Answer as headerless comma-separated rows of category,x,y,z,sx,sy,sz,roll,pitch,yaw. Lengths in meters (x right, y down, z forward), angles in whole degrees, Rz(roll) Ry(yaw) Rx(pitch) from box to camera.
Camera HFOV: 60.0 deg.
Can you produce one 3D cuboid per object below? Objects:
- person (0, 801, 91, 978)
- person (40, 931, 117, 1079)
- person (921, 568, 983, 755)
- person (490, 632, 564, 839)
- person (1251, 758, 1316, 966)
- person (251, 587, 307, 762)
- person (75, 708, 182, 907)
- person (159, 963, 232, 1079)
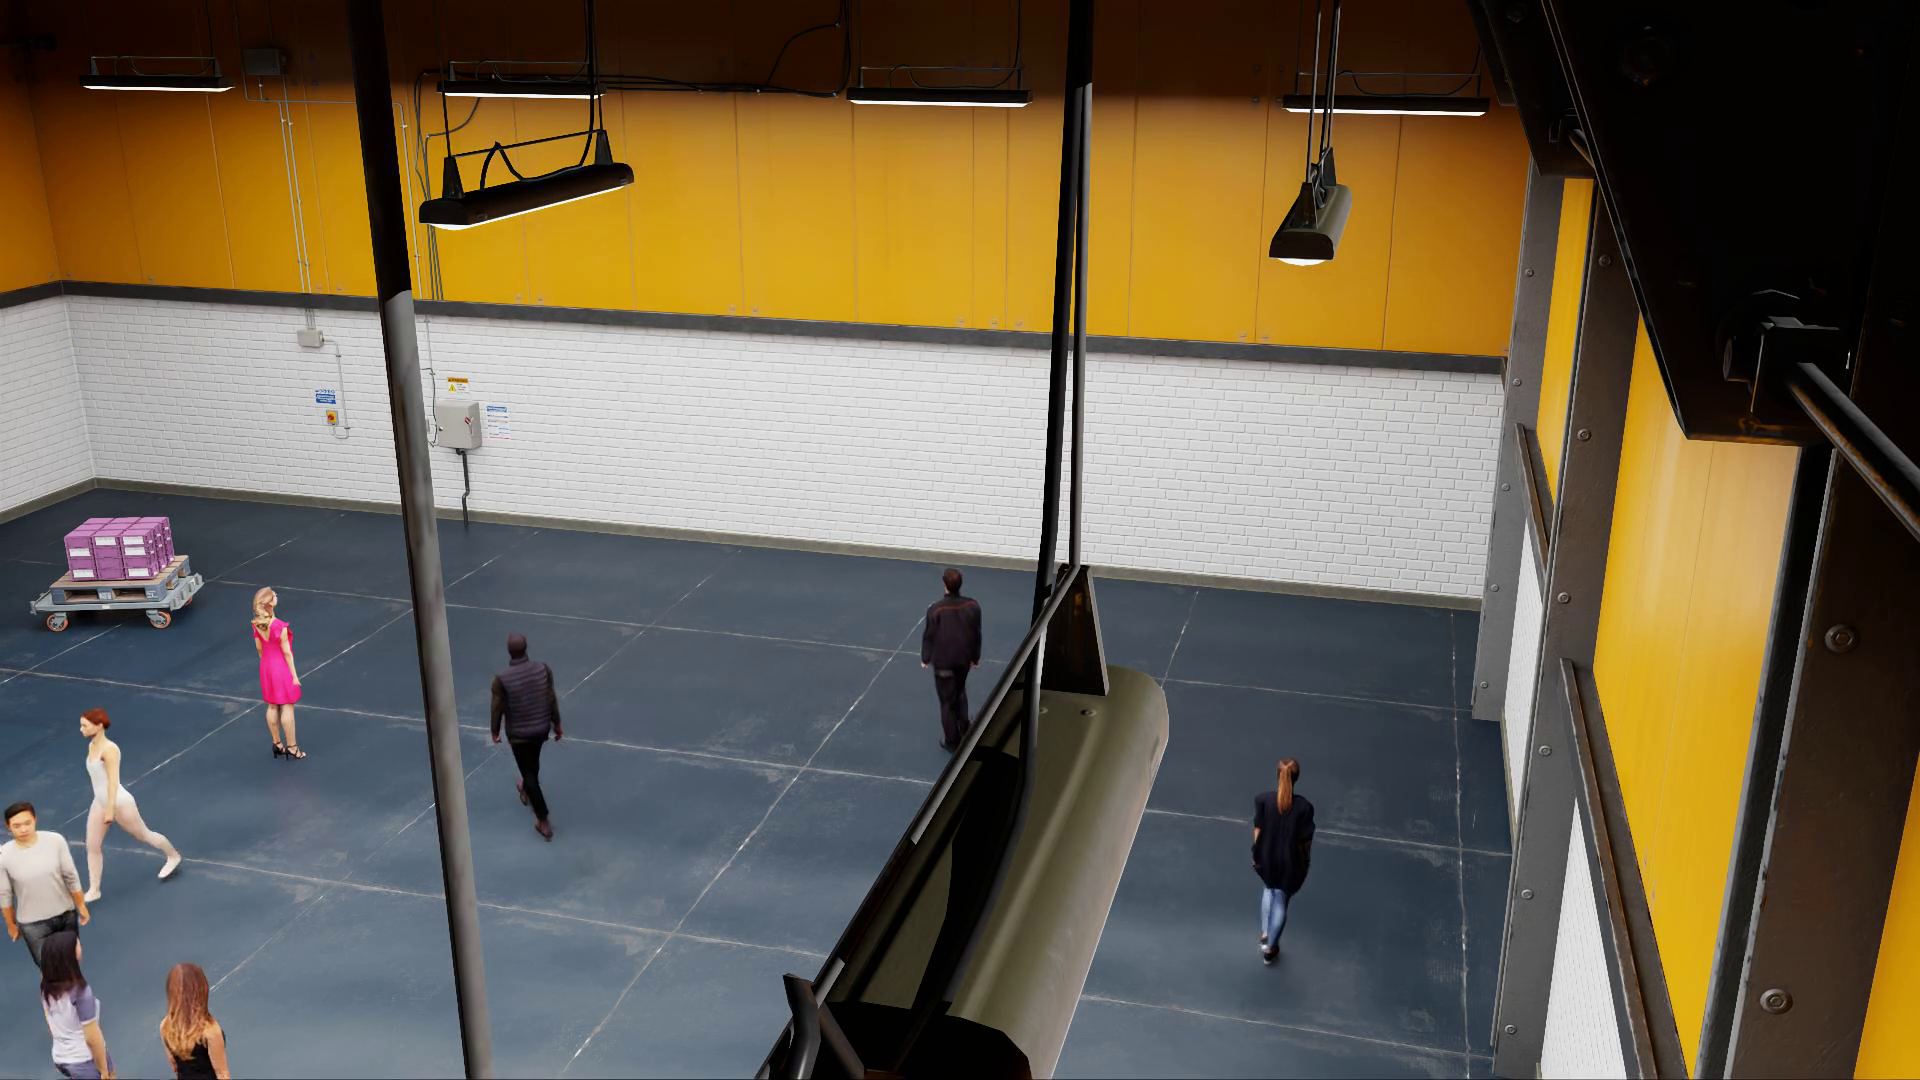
person,-6.430,2.607,11.683,1.067,1.789,1.123,17,25,41
person,-5.378,3.188,10.067,0.683,1.721,0.914,8,20,24
person,-0.038,1.180,15.864,0.862,1.825,0.916,-10,21,-27
person,-3.704,1.713,14.342,1.200,1.788,1.211,-13,22,-33
person,2.368,2.429,12.397,0.695,1.671,0.728,9,21,25
person,-6.484,1.261,15.776,0.610,1.728,0.596,9,21,25
person,-6.748,2.114,13.444,0.763,1.601,1.147,11,22,30
person,-4.451,3.324,9.709,0.627,1.691,0.643,7,20,20
